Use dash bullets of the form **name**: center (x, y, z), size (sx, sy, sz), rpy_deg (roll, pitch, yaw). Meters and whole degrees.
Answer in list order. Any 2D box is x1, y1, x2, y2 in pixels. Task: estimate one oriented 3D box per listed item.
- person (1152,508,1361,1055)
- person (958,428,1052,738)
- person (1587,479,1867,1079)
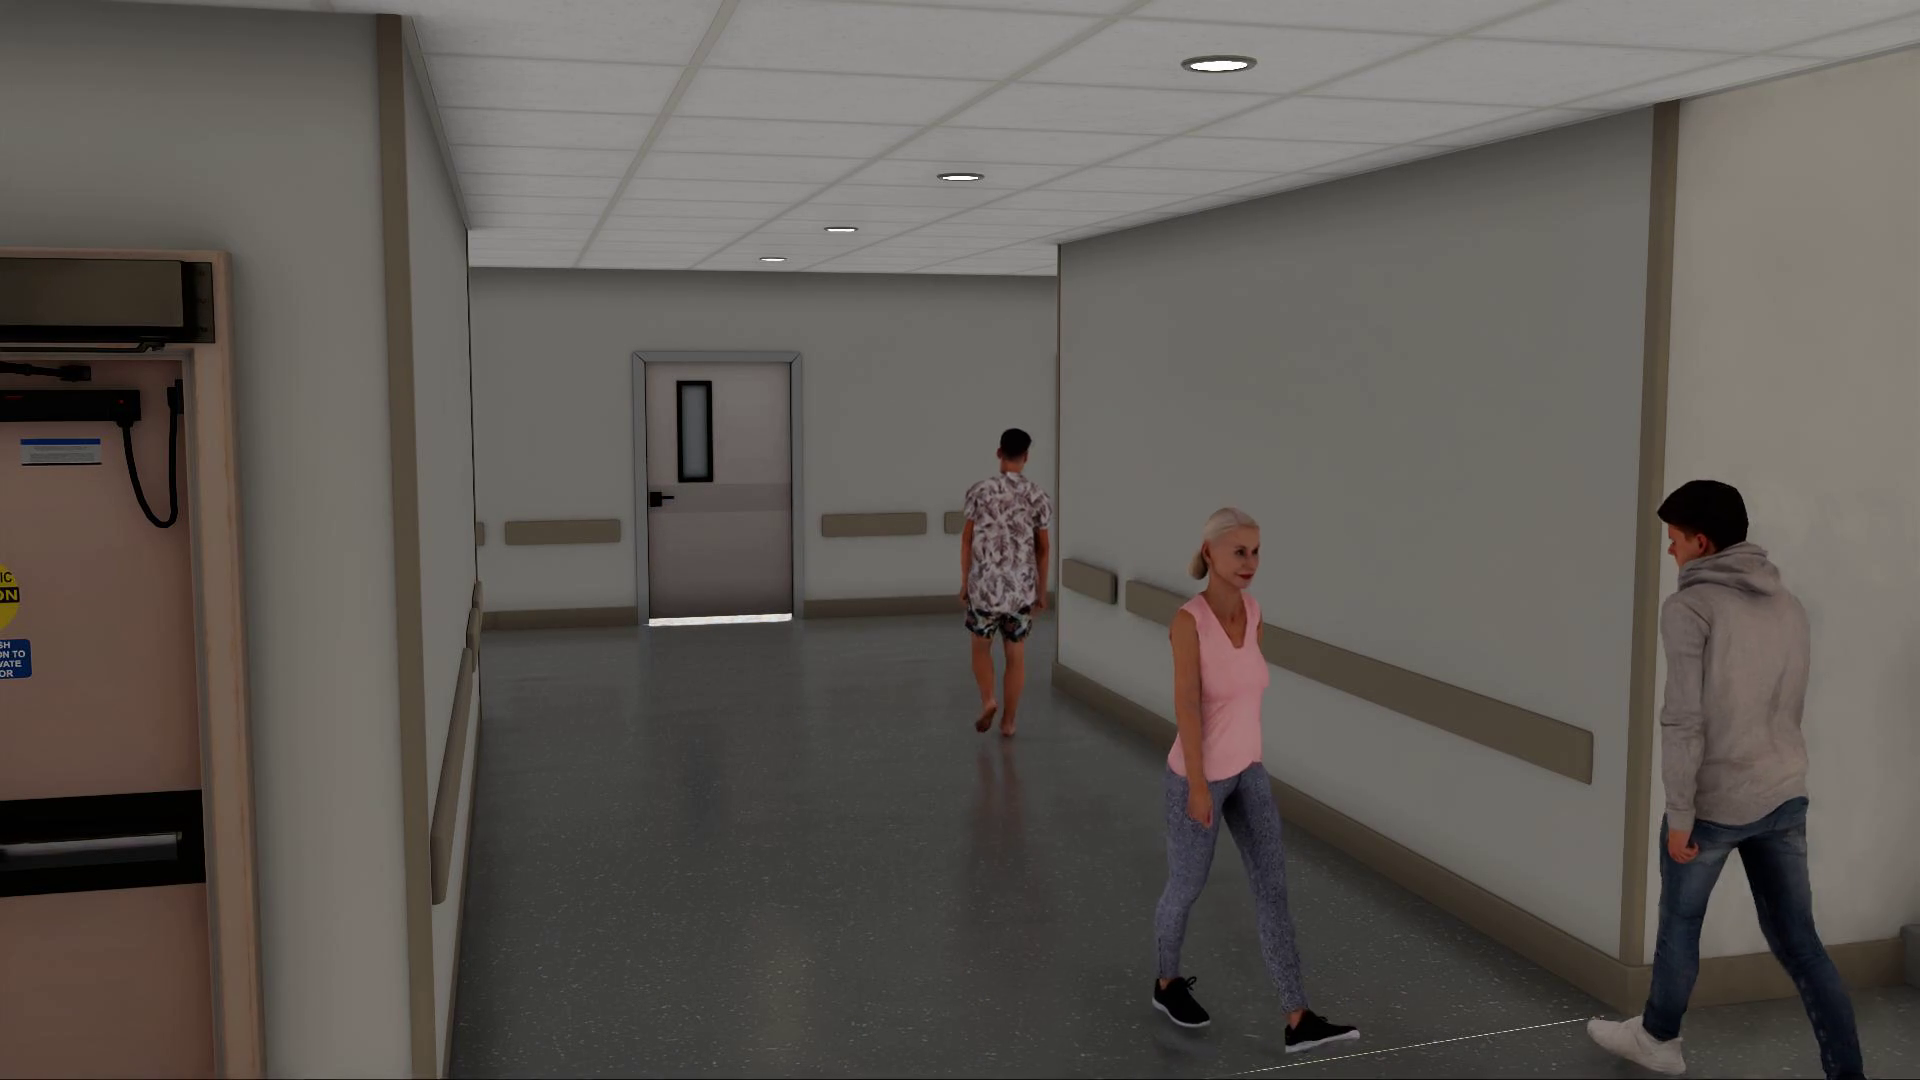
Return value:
- **person**: center (0.758, 0.757, 5.306), size (1.048, 1.688, 0.844), rpy_deg (-4, 7, -33)
- **person**: center (0.261, 0.267, 9.620), size (0.748, 1.798, 0.842), rpy_deg (0, 6, -3)
- **person**: center (2.234, 0.778, 4.592), size (1.204, 1.788, 0.823), rpy_deg (-2, 6, -22)
